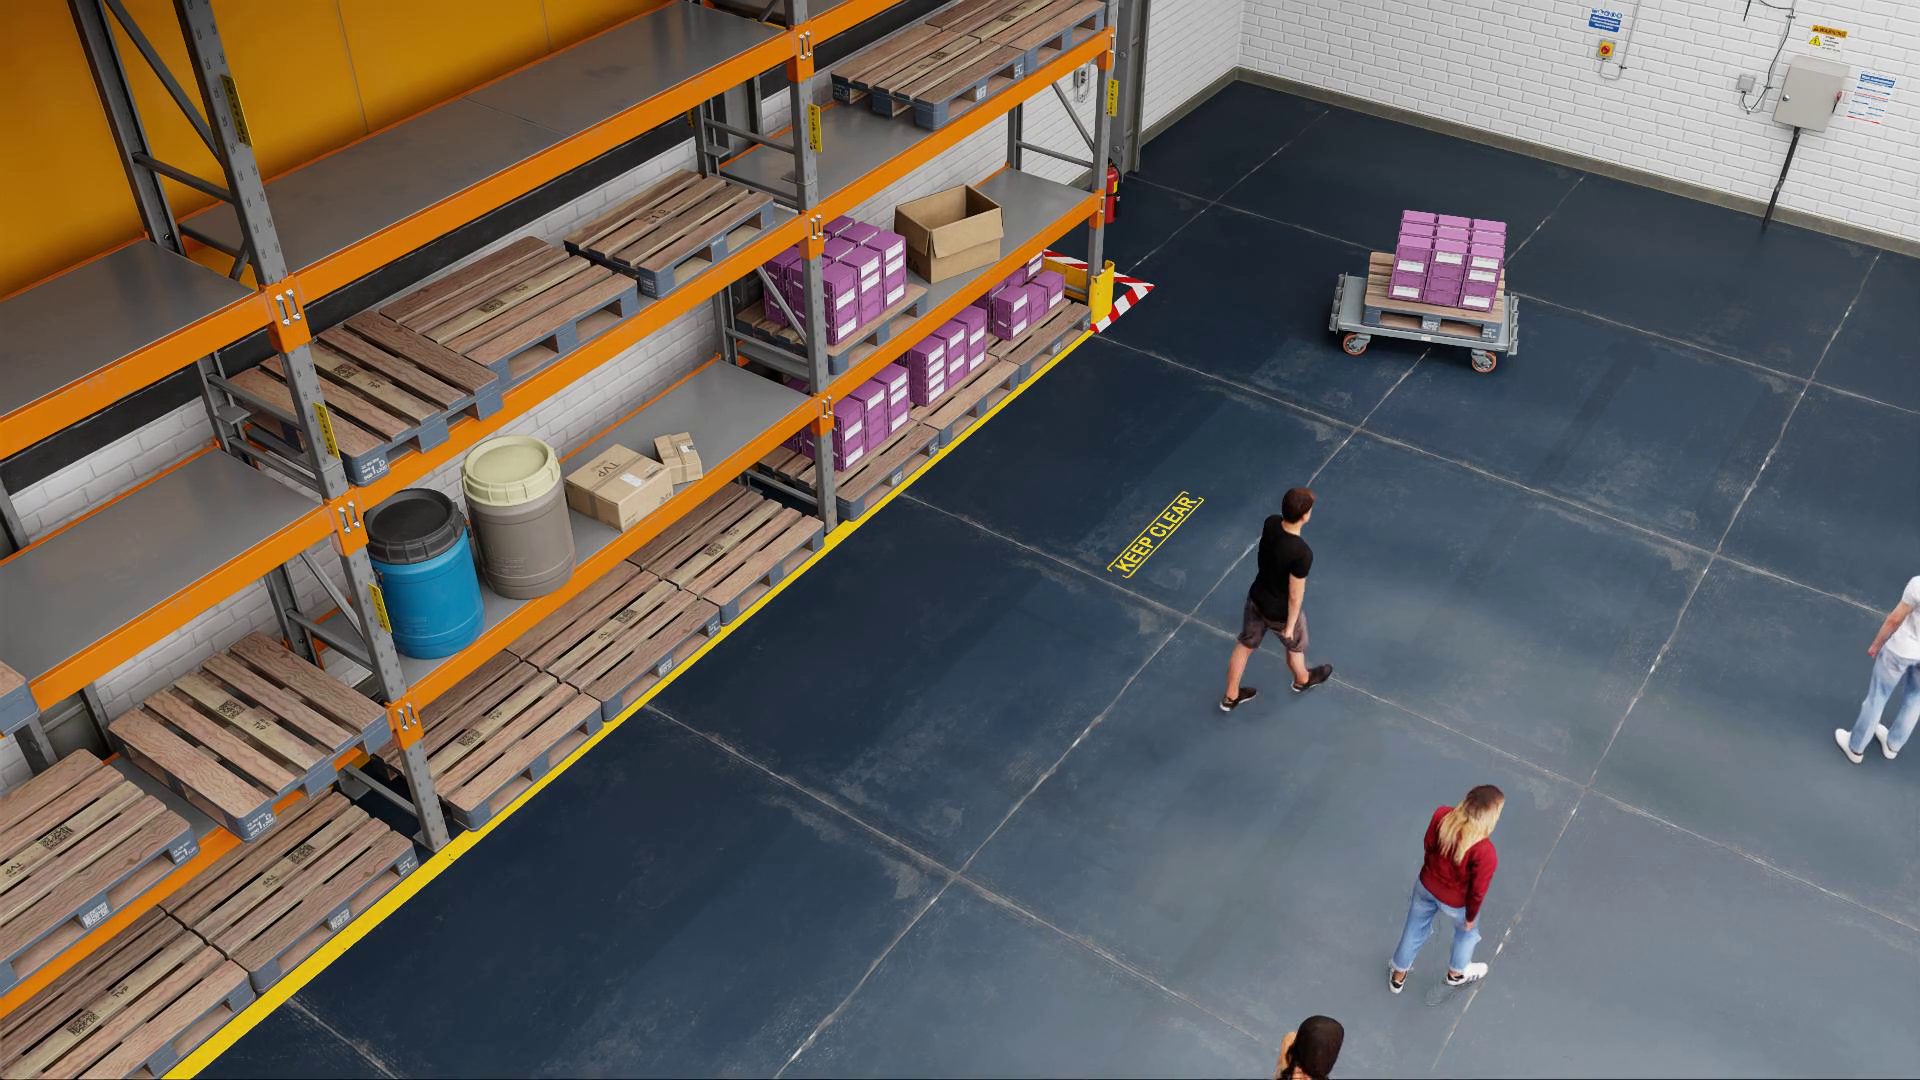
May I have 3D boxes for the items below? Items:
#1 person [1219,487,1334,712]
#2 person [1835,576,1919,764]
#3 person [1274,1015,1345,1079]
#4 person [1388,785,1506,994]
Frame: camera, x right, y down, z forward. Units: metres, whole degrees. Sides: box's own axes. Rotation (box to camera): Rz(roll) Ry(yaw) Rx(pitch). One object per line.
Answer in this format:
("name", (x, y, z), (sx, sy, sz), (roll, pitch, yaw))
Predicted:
("person", (2.018, 0.444, 11.075), (1.198, 1.820, 0.977), (-21, 43, -24))
("person", (6.136, 0.723, 10.701), (0.749, 1.851, 0.764), (2, 39, 3))
("person", (1.559, 2.865, 8.194), (0.863, 1.632, 0.781), (-11, 40, -14))
("person", (2.699, 1.985, 9.310), (0.719, 1.614, 0.835), (31, 48, 33))
